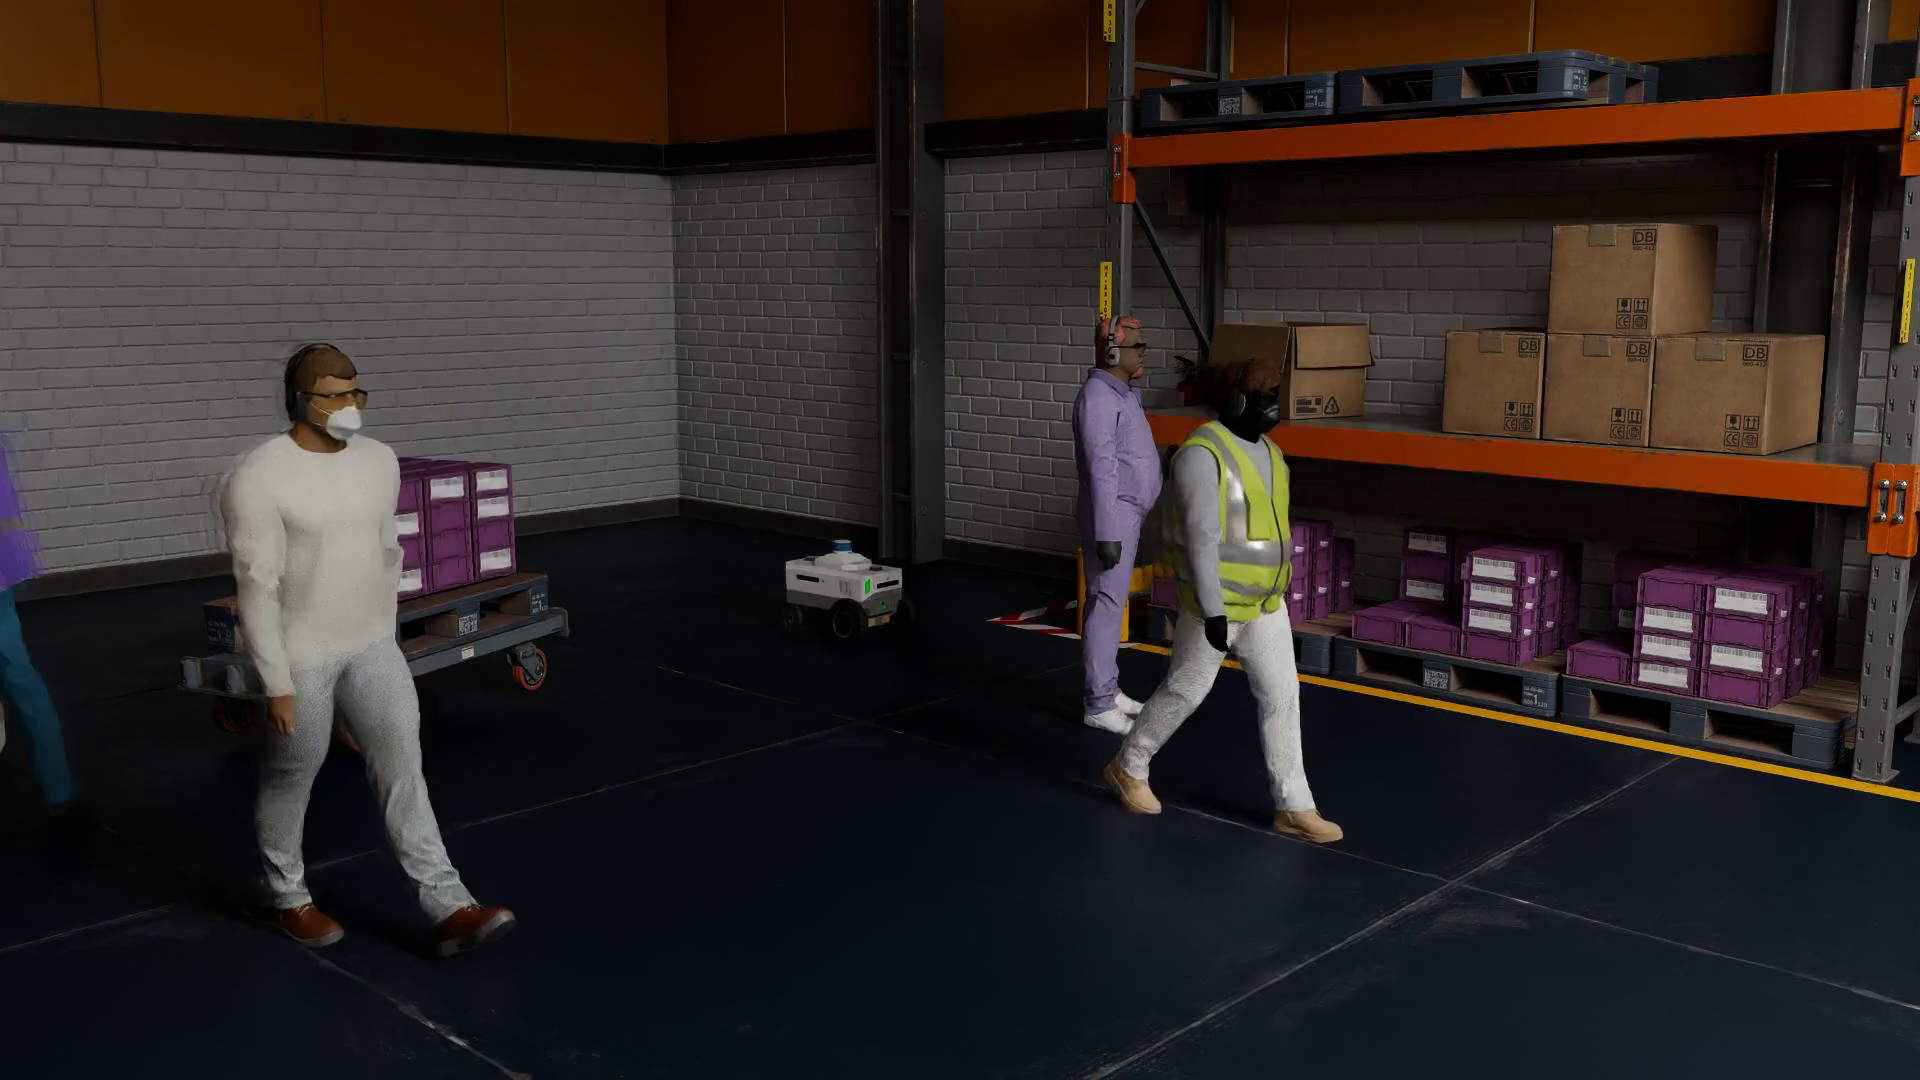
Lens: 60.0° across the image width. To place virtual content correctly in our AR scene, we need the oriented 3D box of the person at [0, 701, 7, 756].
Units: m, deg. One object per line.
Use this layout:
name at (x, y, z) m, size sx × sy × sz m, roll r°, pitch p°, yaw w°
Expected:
person at (-4.290, 0.205, 6.886) m, size 0.536 × 1.614 × 0.779 m, roll -2°, pitch 9°, yaw -11°

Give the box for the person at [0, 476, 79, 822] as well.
person at (-3.725, 0.222, 6.197) m, size 0.640 × 1.801 × 0.644 m, roll 0°, pitch 9°, yaw -1°

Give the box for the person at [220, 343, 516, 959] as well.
person at (-1.826, 0.368, 4.998) m, size 0.999 × 1.889 × 0.660 m, roll 6°, pitch 11°, yaw 31°

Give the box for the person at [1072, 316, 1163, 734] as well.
person at (0.729, -0.076, 7.691) m, size 0.408 × 1.908 × 0.641 m, roll 2°, pitch 9°, yaw 10°

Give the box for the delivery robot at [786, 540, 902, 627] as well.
delivery robot at (-0.675, 0.241, 9.589) m, size 0.707 × 0.478 × 0.477 m, roll 8°, pitch 12°, yaw 39°

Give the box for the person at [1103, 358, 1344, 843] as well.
person at (0.976, 0.209, 6.283) m, size 0.939 × 1.805 × 0.632 m, roll 9°, pitch 13°, yaw 44°
